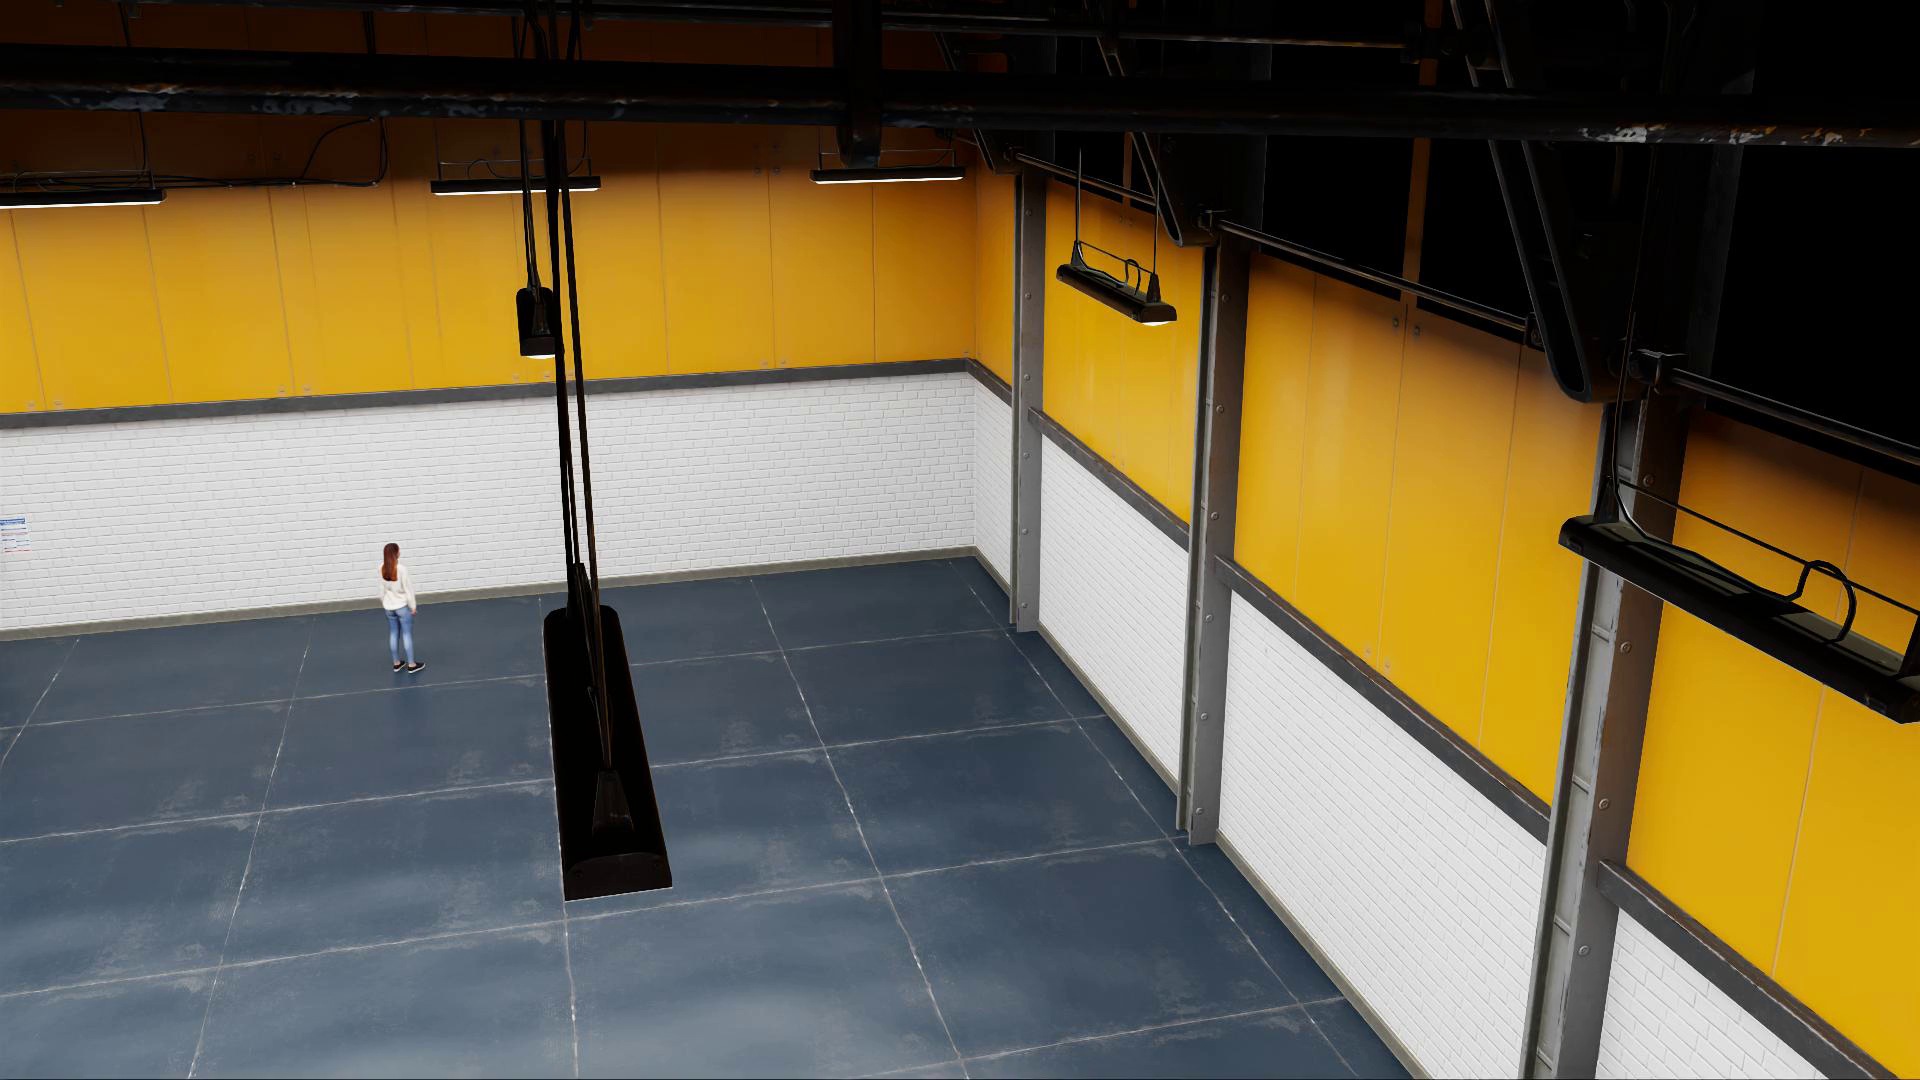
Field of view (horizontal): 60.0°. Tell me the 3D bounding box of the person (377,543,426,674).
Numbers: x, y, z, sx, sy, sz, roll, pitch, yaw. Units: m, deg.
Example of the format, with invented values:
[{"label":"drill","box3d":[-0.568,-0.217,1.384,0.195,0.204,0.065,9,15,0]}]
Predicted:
[{"label":"person","box3d":[-7.027,0.839,20.821,0.707,1.691,0.729,6,20,18]}]
